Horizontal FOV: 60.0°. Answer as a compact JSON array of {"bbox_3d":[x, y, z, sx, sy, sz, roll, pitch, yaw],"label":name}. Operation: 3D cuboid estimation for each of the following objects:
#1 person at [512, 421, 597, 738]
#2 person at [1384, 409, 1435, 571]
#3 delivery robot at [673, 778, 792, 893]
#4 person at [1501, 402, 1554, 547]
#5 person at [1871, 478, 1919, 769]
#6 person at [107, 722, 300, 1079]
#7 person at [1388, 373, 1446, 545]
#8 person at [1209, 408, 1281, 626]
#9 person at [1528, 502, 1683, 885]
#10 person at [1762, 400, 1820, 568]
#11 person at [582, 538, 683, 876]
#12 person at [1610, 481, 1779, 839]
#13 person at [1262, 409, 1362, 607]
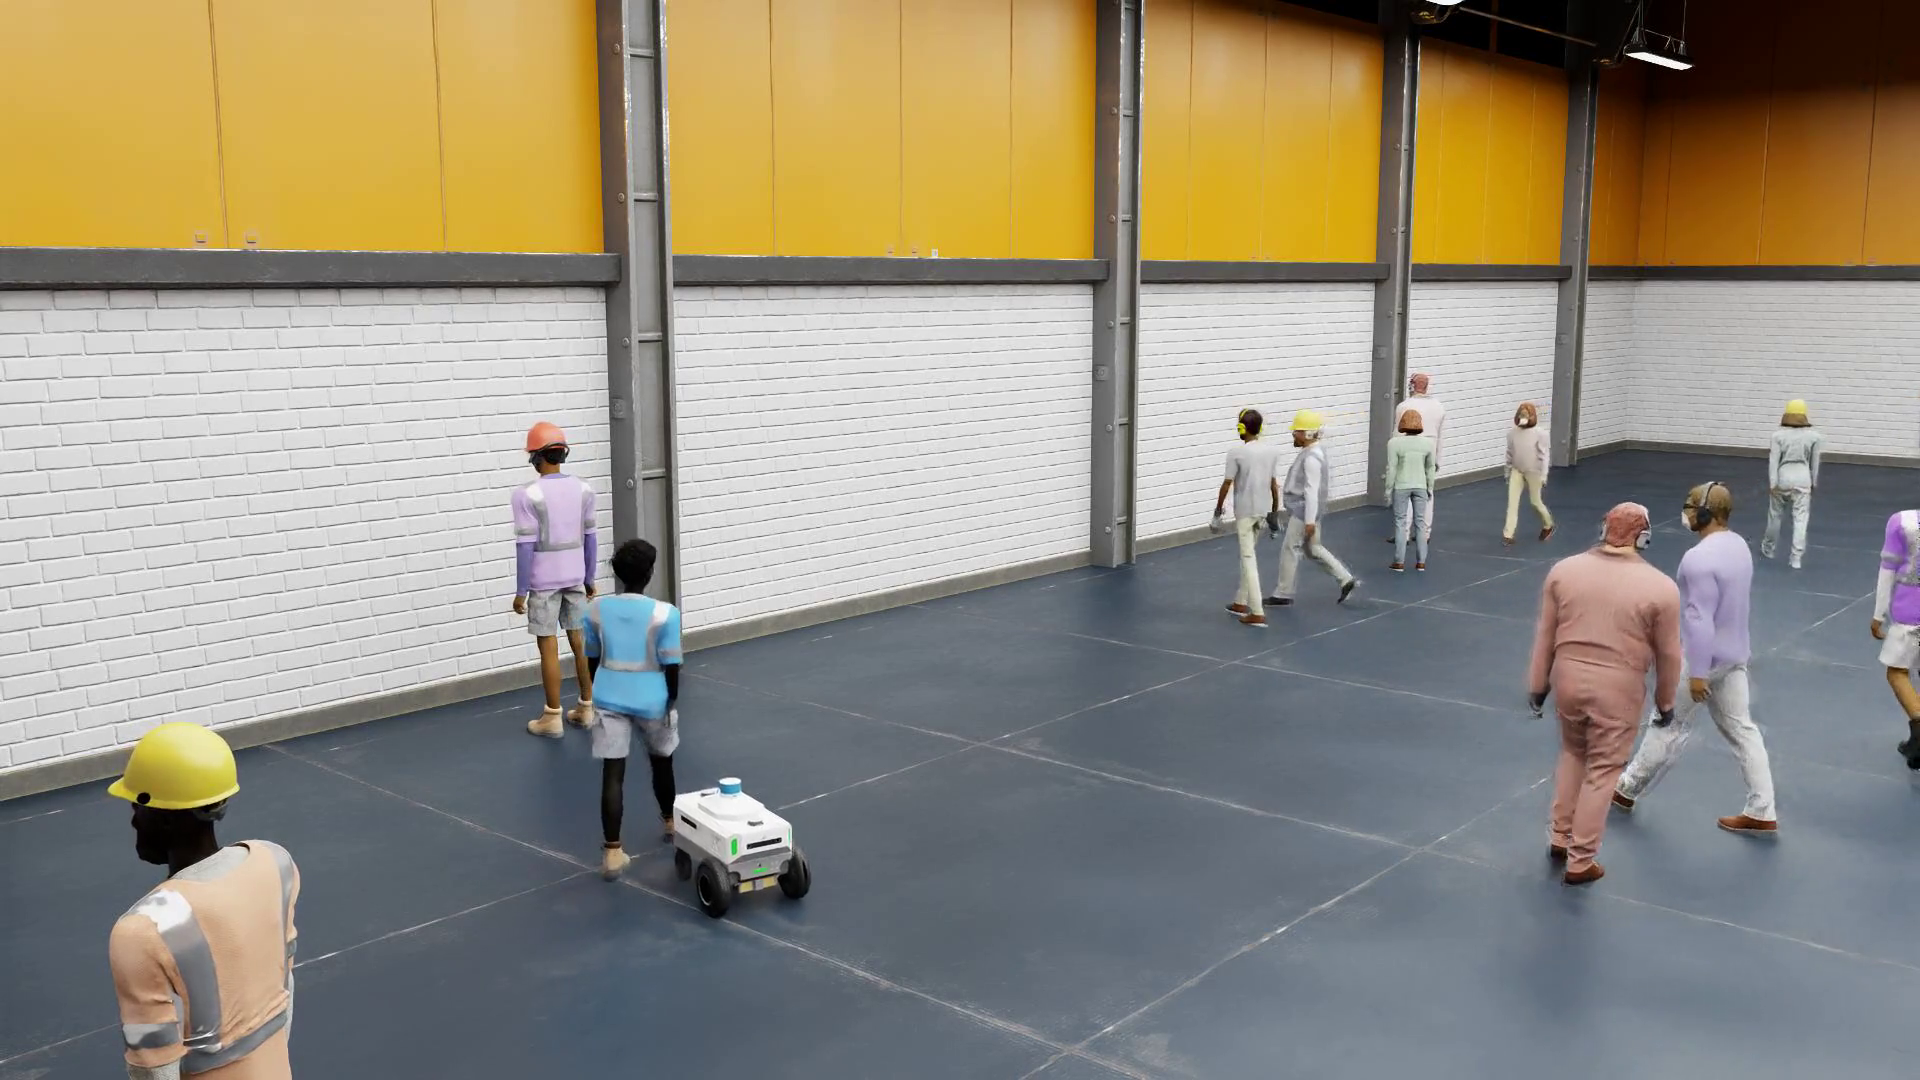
[{"bbox_3d":[-2.638,0.252,10.774,0.396,2.038,0.615,8,12,41],"label":"person"},{"bbox_3d":[4.527,-0.498,16.758,0.507,1.632,0.268,-1,9,-5],"label":"person"},{"bbox_3d":[-1.100,1.389,7.995,0.477,0.478,0.707,-6,11,-33],"label":"delivery robot"},{"bbox_3d":[6.294,-0.738,18.399,0.804,1.594,0.541,-9,13,-44],"label":"person"},{"bbox_3d":[5.815,0.445,9.967,0.556,1.915,0.703,2,9,10],"label":"person"},{"bbox_3d":[-1.822,1.380,4.040,0.356,1.930,0.587,2,9,10],"label":"person"},{"bbox_3d":[5.056,-0.894,18.440,0.656,1.898,0.394,-4,10,-24],"label":"person"},{"bbox_3d":[2.407,-0.206,14.286,0.523,1.841,0.786,-5,10,-30],"label":"person"},{"bbox_3d":[3.182,0.749,8.167,0.621,1.876,0.665,-9,12,-43],"label":"person"},{"bbox_3d":[8.578,-0.593,17.156,0.506,1.695,0.894,2,9,14],"label":"person"},{"bbox_3d":[-1.641,0.809,8.460,0.545,1.642,0.868,1,9,7],"label":"person"},{"bbox_3d":[3.968,0.621,8.950,0.655,1.879,1.035,-8,12,-41],"label":"person"},{"bbox_3d":[3.140,-0.271,14.831,0.842,1.797,0.603,2,9,15],"label":"person"}]
